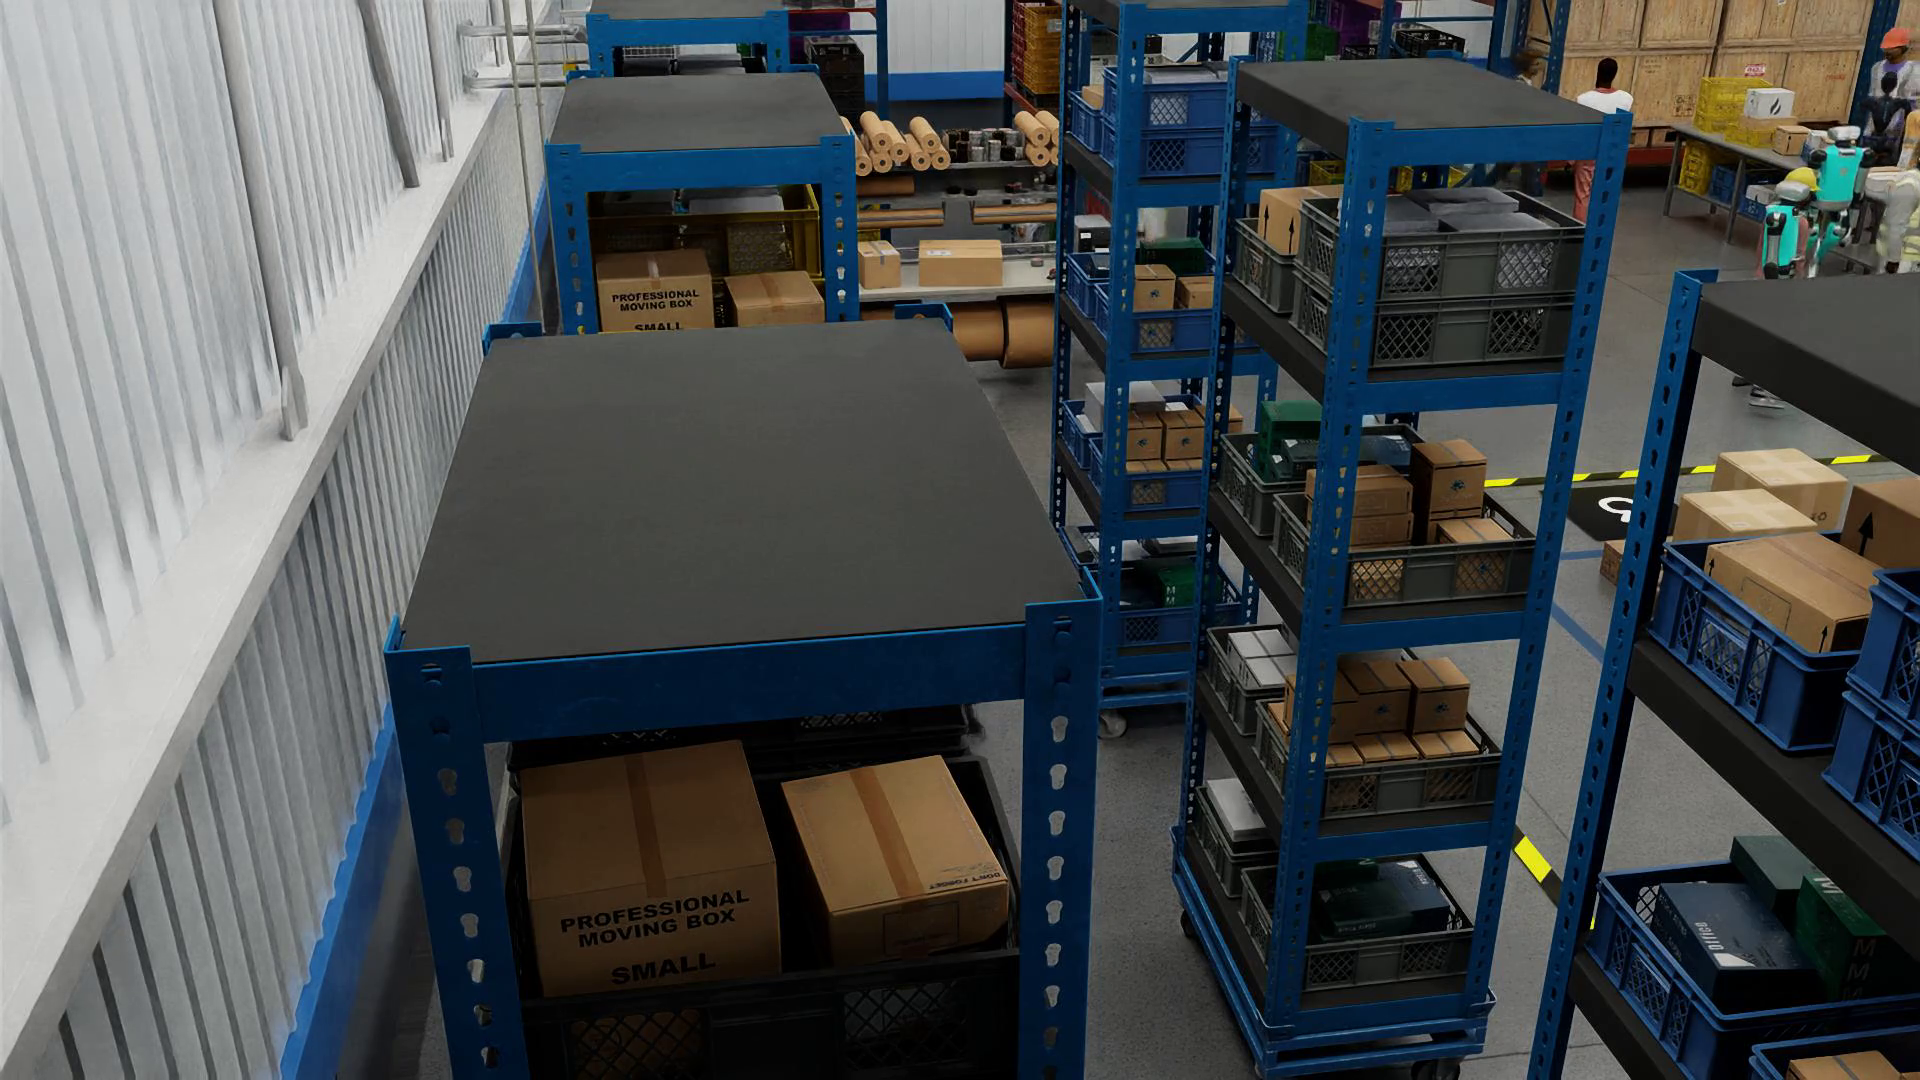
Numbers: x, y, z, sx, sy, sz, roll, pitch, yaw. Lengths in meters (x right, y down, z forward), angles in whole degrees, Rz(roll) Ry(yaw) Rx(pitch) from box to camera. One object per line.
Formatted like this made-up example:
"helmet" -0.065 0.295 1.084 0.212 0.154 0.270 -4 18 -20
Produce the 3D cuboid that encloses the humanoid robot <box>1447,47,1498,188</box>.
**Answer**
"humanoid robot" 5.640 -4.528 18.402 0.961 1.761 0.572 4 25 9

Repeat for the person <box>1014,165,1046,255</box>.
"person" 0.651 -2.835 14.695 0.295 1.743 0.492 15 29 29

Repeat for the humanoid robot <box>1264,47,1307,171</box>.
"humanoid robot" 3.787 -4.686 18.734 0.966 1.763 0.541 -17 30 -32

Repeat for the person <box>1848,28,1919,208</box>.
"person" 10.268 -4.630 18.335 1.007 1.988 0.622 -15 28 -29

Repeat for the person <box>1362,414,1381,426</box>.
"person" 1.818 0.199 7.973 0.596 1.849 0.394 -2 25 -5

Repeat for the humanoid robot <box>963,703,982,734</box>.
"humanoid robot" -0.140 0.152 8.305 0.590 1.633 0.712 -16 29 -30

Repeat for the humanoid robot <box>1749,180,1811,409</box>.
"humanoid robot" 6.204 -1.776 12.241 0.735 1.677 0.533 17 30 32

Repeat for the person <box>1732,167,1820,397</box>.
"person" 6.304 -1.981 12.811 0.315 1.769 0.522 -3 25 -6

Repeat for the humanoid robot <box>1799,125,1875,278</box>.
"humanoid robot" 7.498 -2.768 14.652 0.545 1.859 0.837 1 25 2

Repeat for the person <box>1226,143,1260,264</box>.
"person" 2.785 -3.578 16.174 0.504 1.861 0.312 -3 25 -6

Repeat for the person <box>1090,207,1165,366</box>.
"person" 1.475 -2.172 13.165 0.969 1.819 0.514 16 29 31

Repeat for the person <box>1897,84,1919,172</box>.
"person" 9.178 -3.538 15.994 0.550 1.935 0.368 -8 26 -17

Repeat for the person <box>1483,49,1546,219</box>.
"person" 6.051 -4.421 18.066 0.900 1.805 0.531 9 26 19

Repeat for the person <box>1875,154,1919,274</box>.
"person" 7.662 -2.323 13.500 0.433 1.819 0.668 20 32 37

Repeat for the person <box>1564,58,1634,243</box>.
"person" 6.367 -3.836 16.664 0.589 1.920 0.400 -3 25 -6

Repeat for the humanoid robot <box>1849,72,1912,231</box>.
"humanoid robot" 9.688 -4.101 17.589 0.611 1.620 0.732 7 26 14
